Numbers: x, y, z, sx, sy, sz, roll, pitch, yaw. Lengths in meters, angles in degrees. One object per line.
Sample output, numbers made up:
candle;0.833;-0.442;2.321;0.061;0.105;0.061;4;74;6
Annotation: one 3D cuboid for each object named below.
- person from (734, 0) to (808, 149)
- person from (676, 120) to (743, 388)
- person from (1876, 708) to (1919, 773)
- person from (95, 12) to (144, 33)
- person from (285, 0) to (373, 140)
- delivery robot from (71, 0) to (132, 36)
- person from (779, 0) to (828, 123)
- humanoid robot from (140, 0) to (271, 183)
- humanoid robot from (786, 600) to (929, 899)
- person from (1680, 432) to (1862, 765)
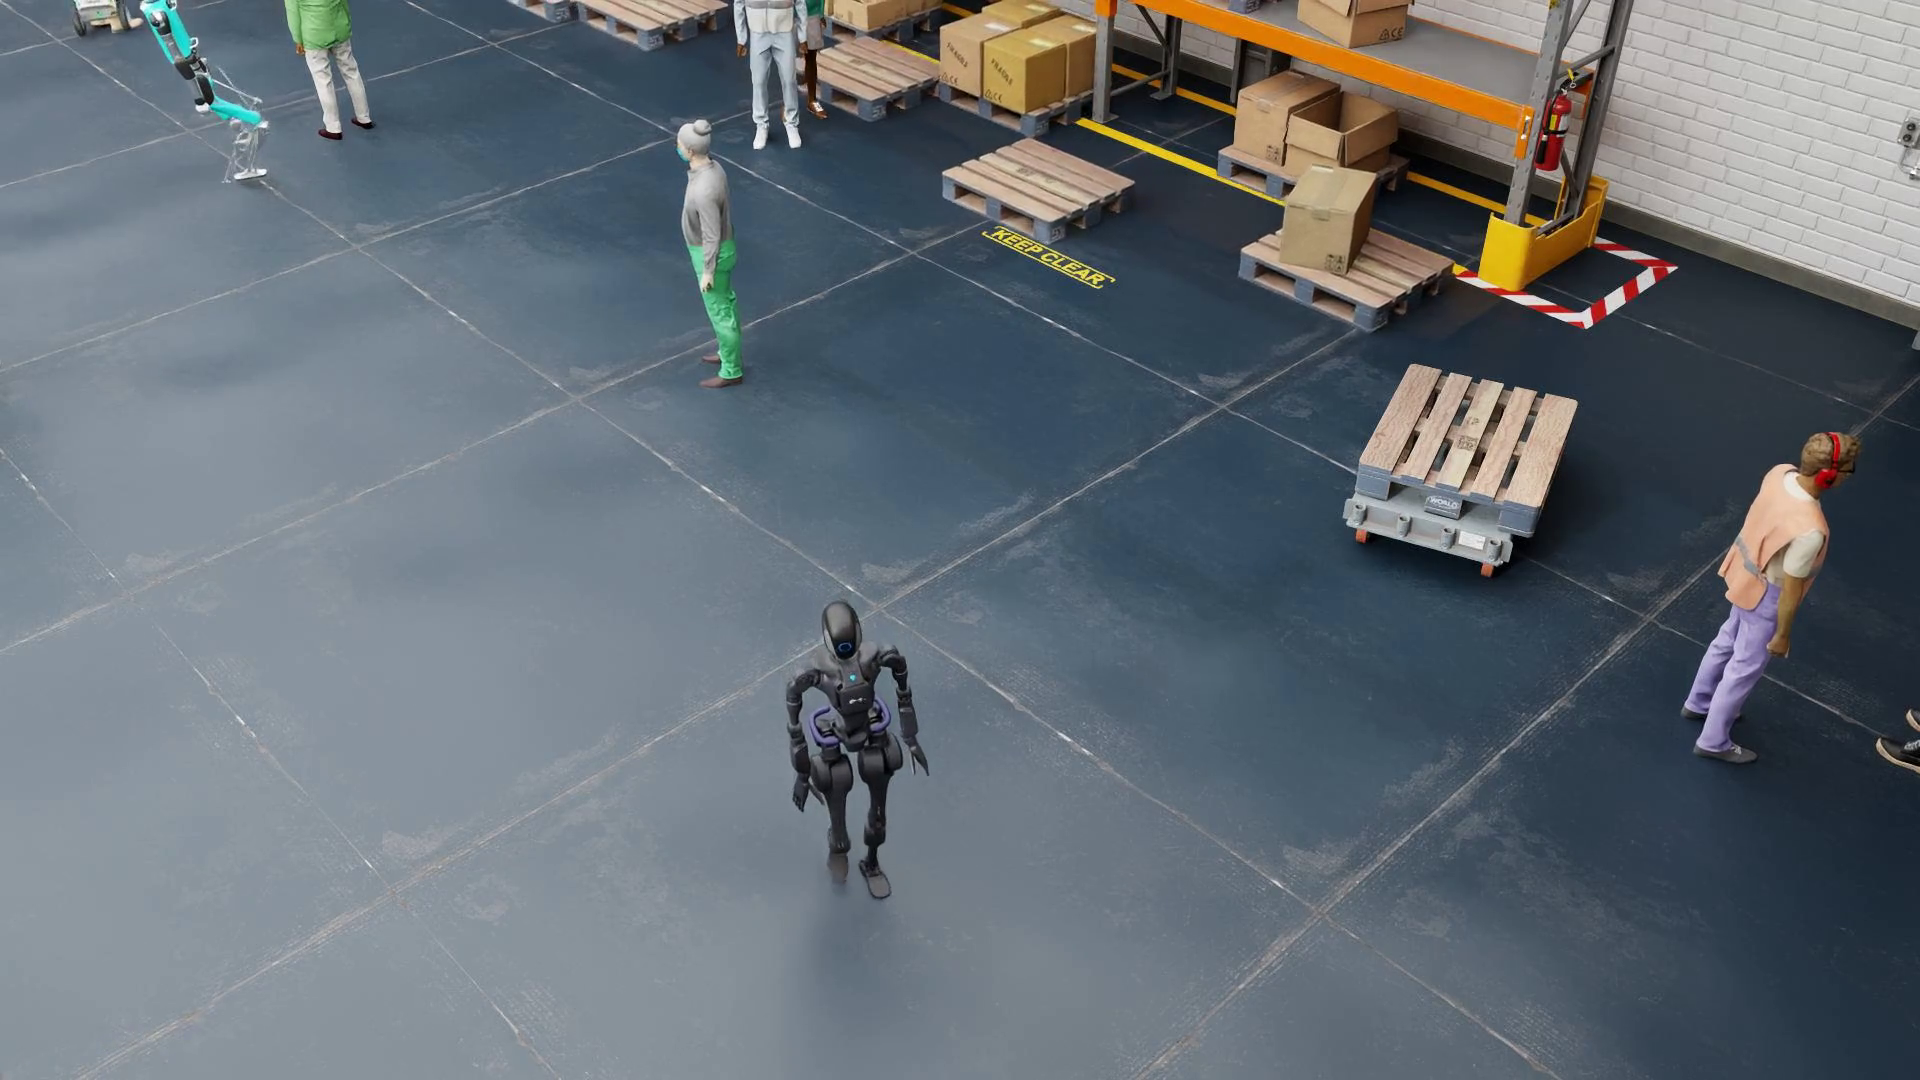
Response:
person;-1.546;-4.183;13.710;0.600;1.913;0.394;-3;37;-5
person;-1.599;-1.838;10.662;0.338;1.842;0.513;-1;37;-2
person;4.814;0.291;7.744;0.606;1.963;0.373;-24;43;-28
person;-8.338;-5.896;15.870;0.614;2.041;0.374;22;42;27
person;-5.326;-4.246;13.909;0.388;1.776;0.539;28;45;32
delivery robot;-8.452;-5.313;16.324;0.499;0.587;0.777;-12;39;-15
person;-1.381;-4.487;14.165;0.502;1.847;0.379;-15;39;-18
humanoid robot;-5.793;-3.550;13.040;0.801;1.797;0.557;-13;39;-17
humanoid robot;-0.443;0.902;7.170;0.612;1.651;0.374;-13;39;-17
person;3.793;0.271;7.875;0.380;1.837;0.562;5;37;6
